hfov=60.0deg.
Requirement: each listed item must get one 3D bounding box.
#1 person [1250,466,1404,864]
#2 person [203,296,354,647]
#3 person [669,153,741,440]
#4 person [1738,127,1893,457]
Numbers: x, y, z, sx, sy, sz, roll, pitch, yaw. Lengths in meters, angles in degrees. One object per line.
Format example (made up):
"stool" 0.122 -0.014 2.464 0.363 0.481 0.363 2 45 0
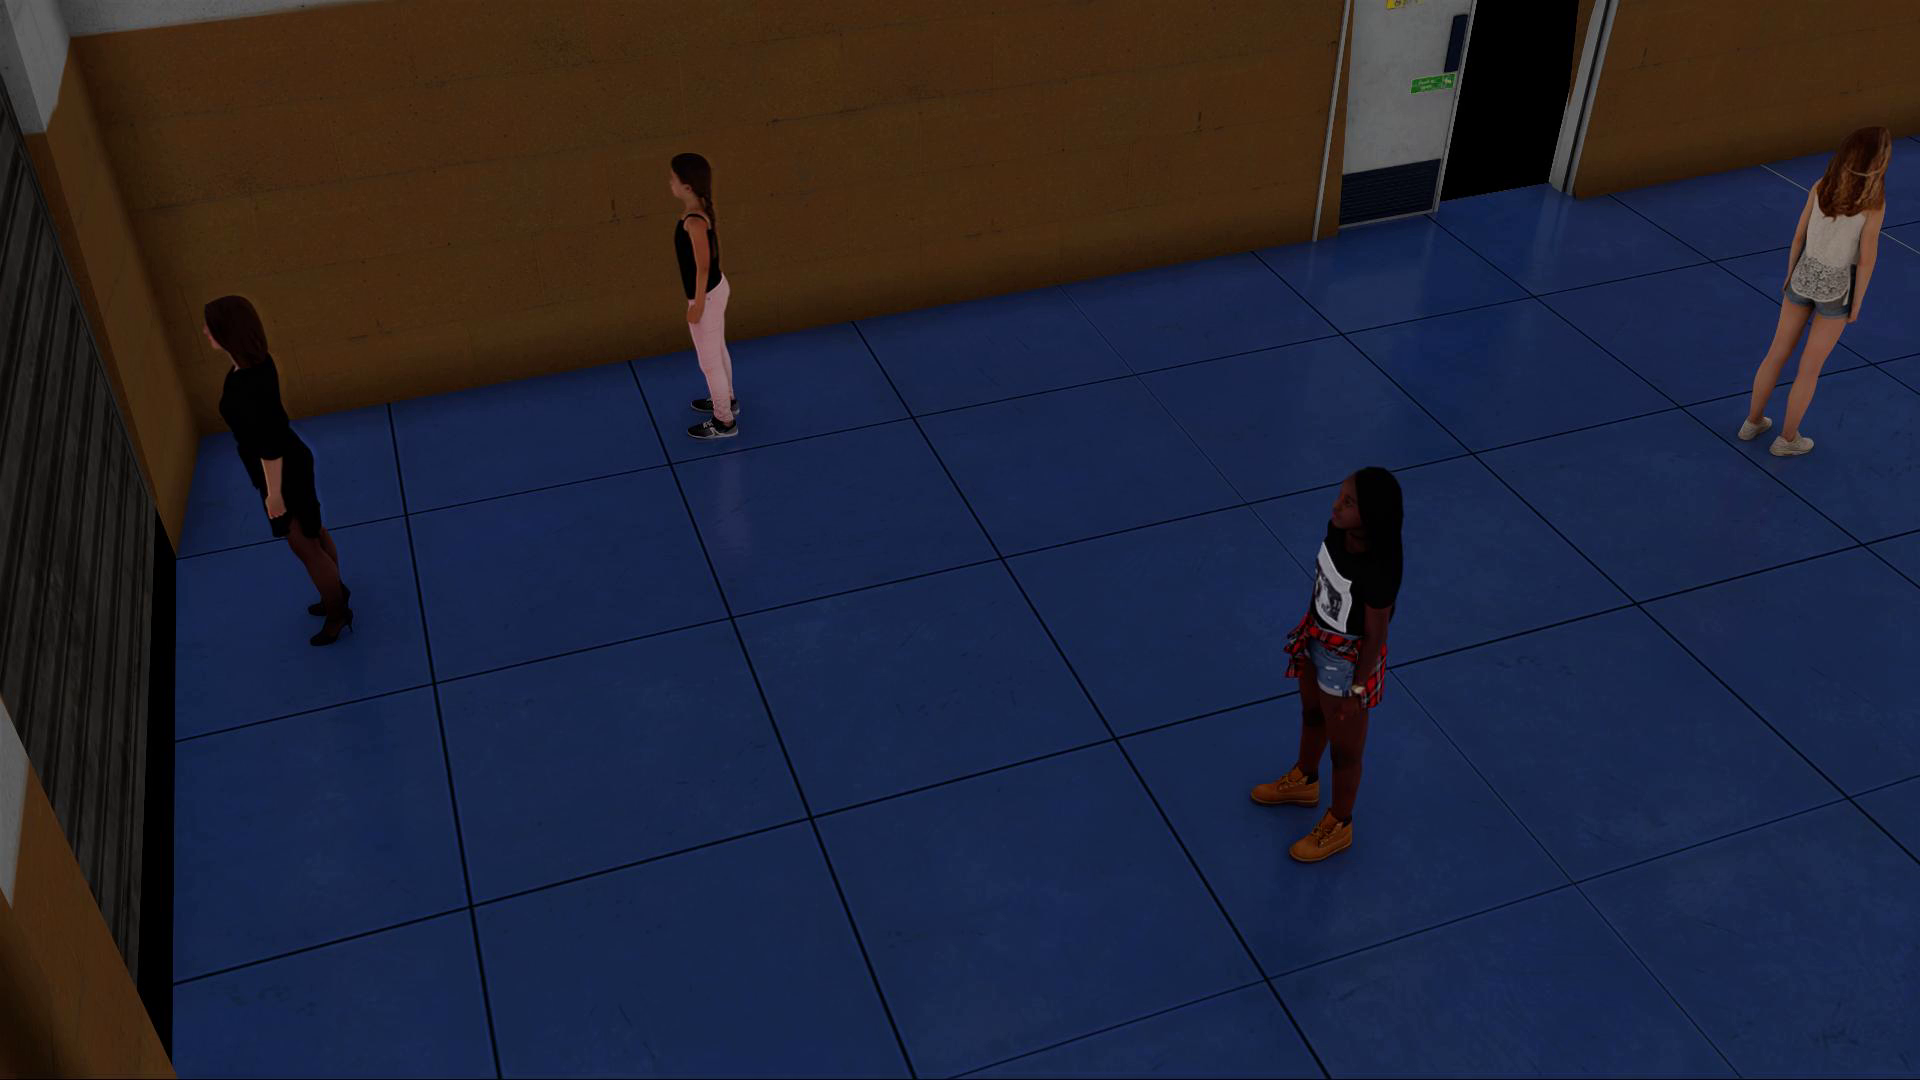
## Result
"person" 1.395 0.449 6.111 0.678 1.729 0.544 -10 38 -12
"person" -2.881 -0.278 7.086 0.654 1.704 0.446 -10 38 -13
"person" -1.303 -1.247 8.507 0.658 1.564 0.540 0 37 1
"person" 4.291 -1.228 8.320 0.668 1.759 0.522 -21 42 -25
